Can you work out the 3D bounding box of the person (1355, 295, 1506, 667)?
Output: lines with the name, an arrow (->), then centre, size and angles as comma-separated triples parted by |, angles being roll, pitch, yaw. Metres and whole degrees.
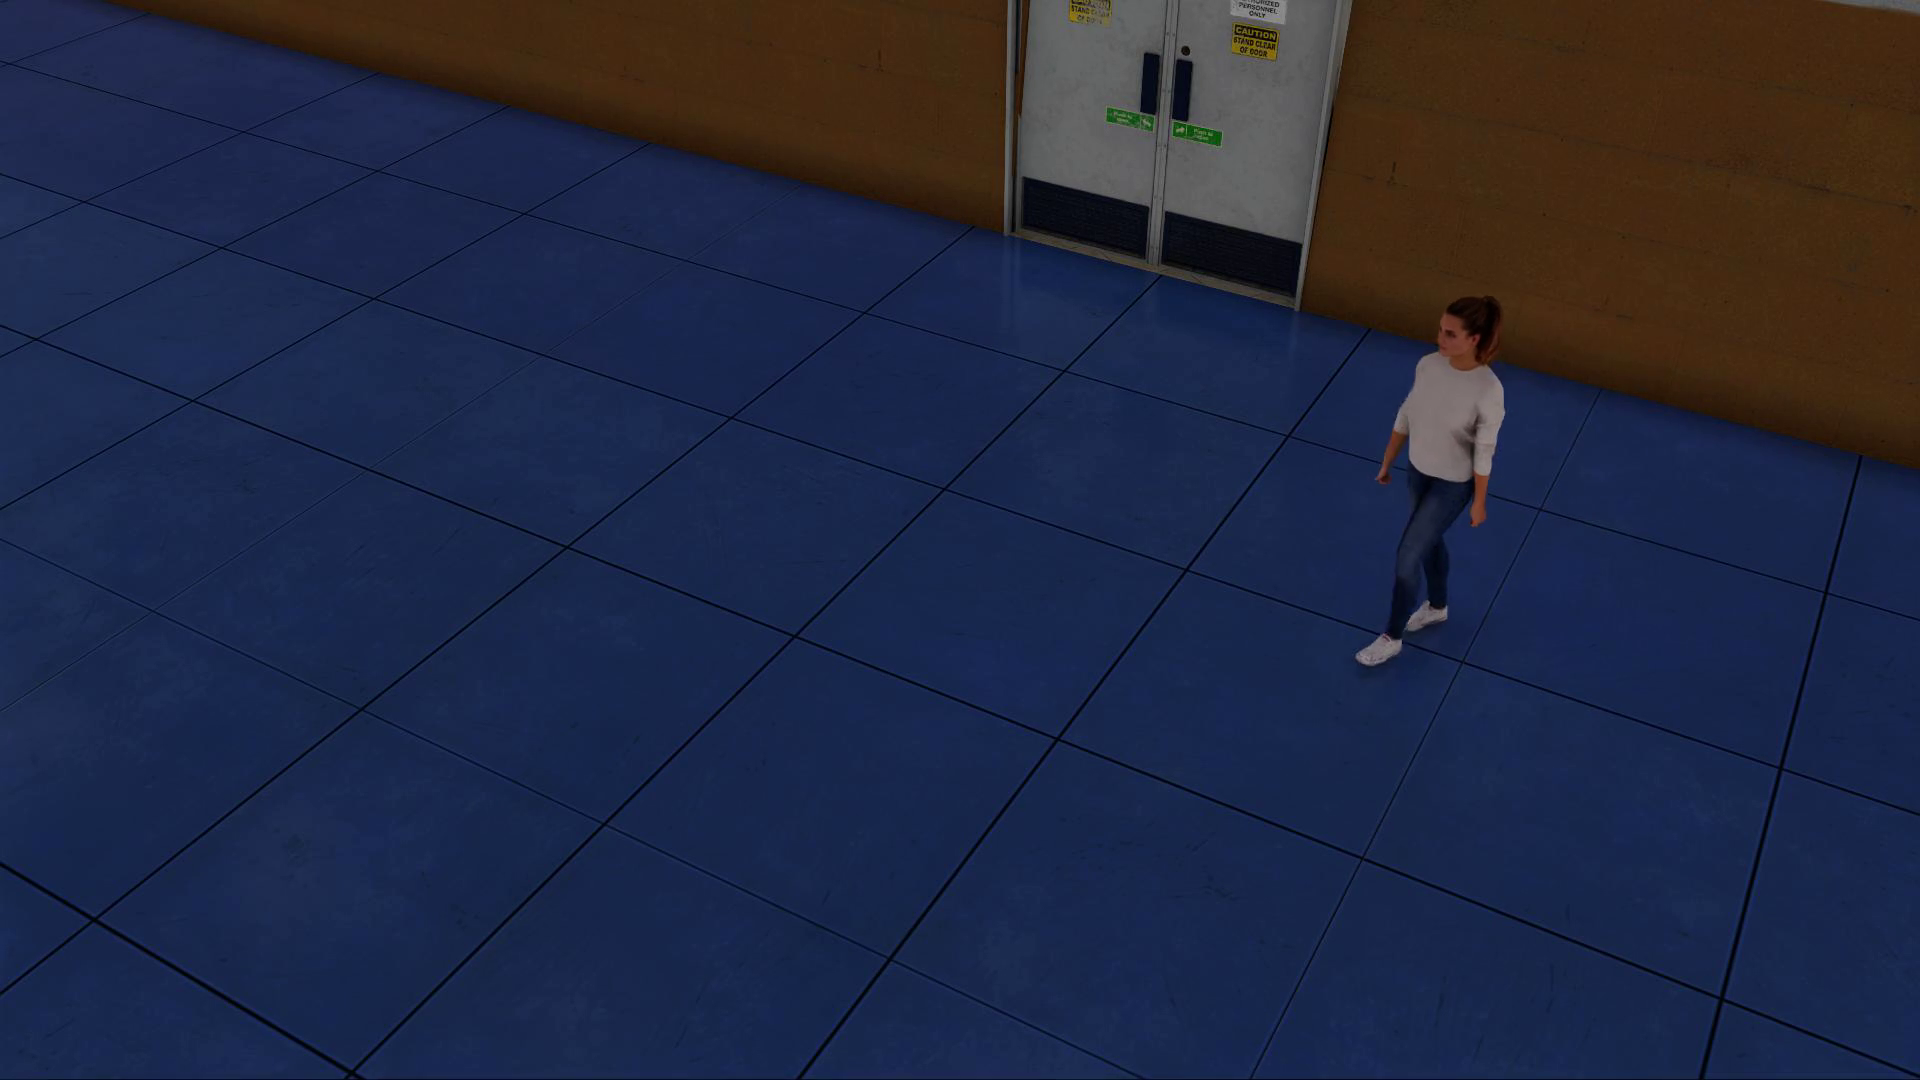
person -> 2.090, -0.265, 7.031 | 0.966, 1.698, 0.876 | -16, 40, -21
